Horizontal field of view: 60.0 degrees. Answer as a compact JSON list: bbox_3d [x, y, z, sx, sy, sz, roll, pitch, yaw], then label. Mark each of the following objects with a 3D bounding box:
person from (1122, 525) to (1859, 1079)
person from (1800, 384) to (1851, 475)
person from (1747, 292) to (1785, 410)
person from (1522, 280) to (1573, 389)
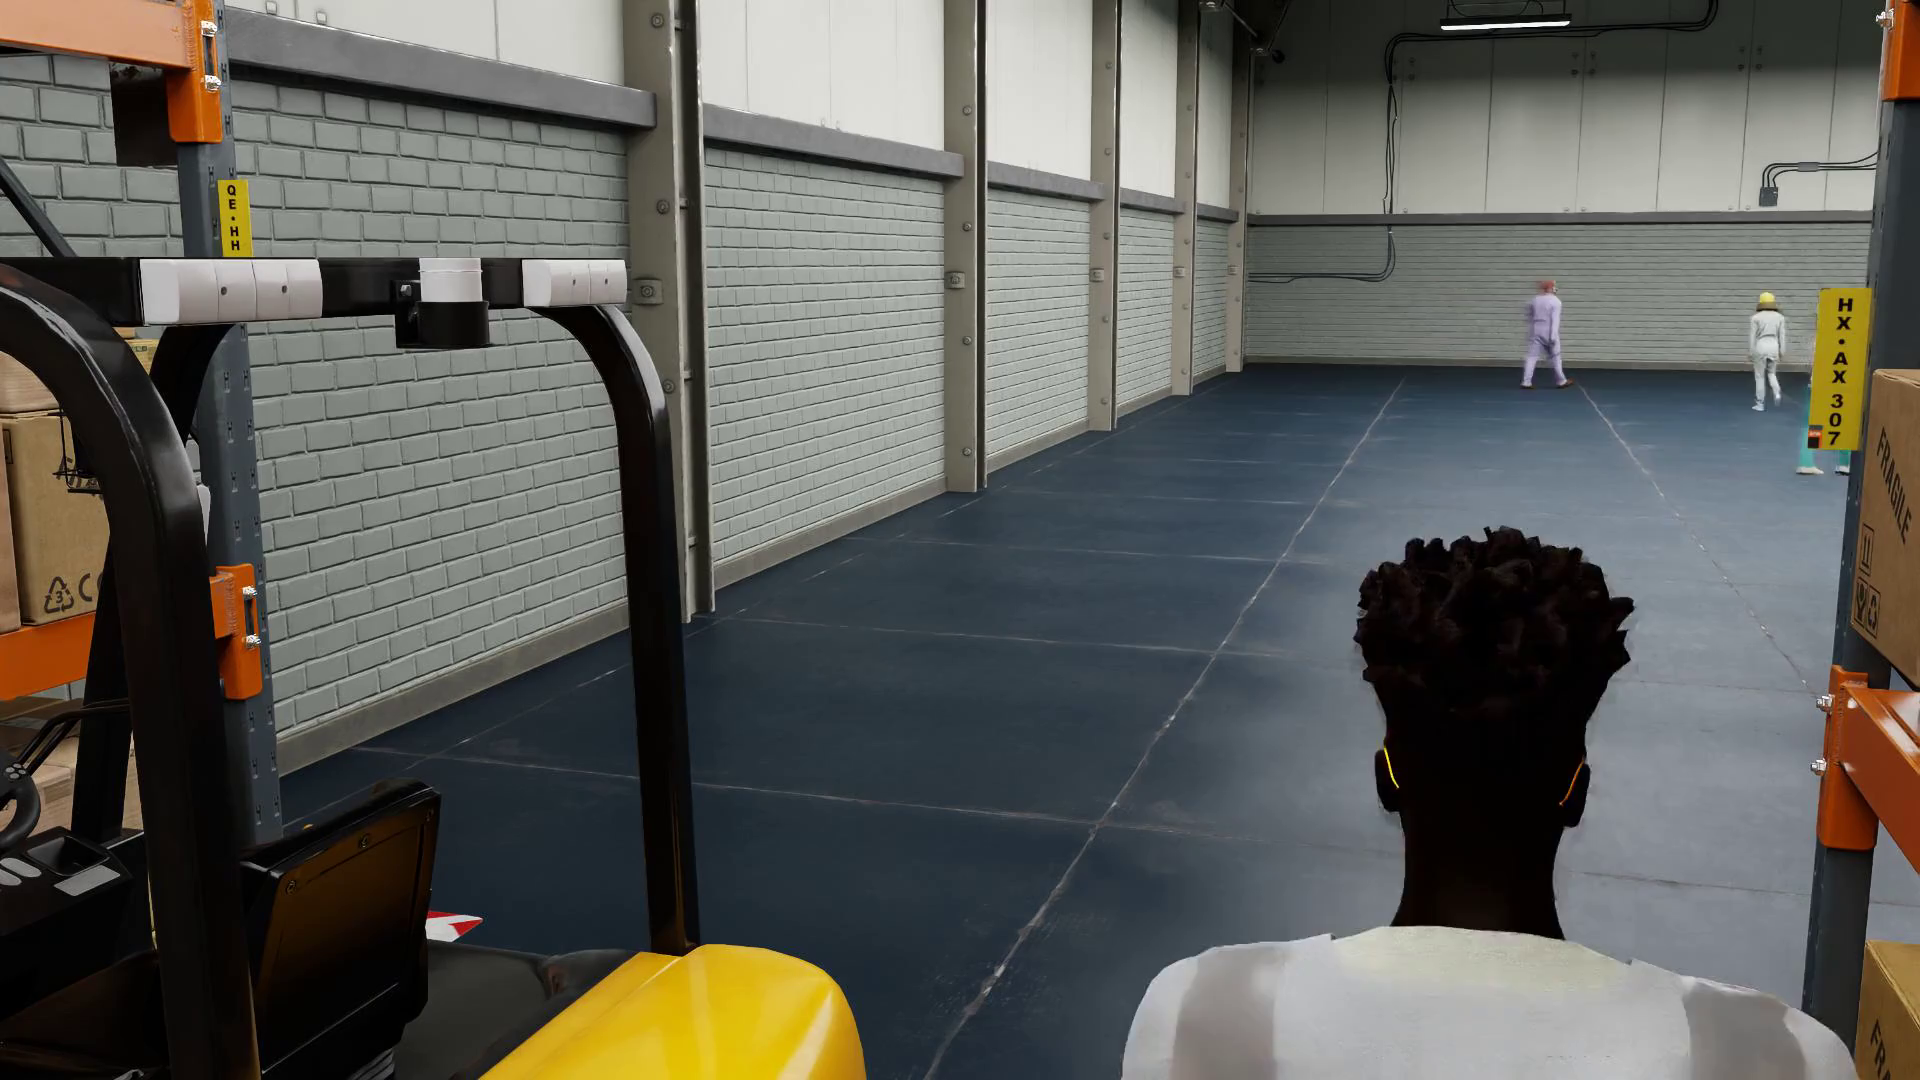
[{"bbox_3d":[0.440,0.955,1.493,0.629,1.955,0.427,3,10,17],"label":"person"},{"bbox_3d":[8.918,-1.514,16.877,0.741,1.736,0.524,-1,10,-9],"label":"person"},{"bbox_3d":[11.737,-2.743,24.232,0.495,1.722,0.473,0,10,-1],"label":"person"},{"bbox_3d":[9.956,-3.473,28.201,1.006,1.852,0.662,-6,11,-31],"label":"person"}]
